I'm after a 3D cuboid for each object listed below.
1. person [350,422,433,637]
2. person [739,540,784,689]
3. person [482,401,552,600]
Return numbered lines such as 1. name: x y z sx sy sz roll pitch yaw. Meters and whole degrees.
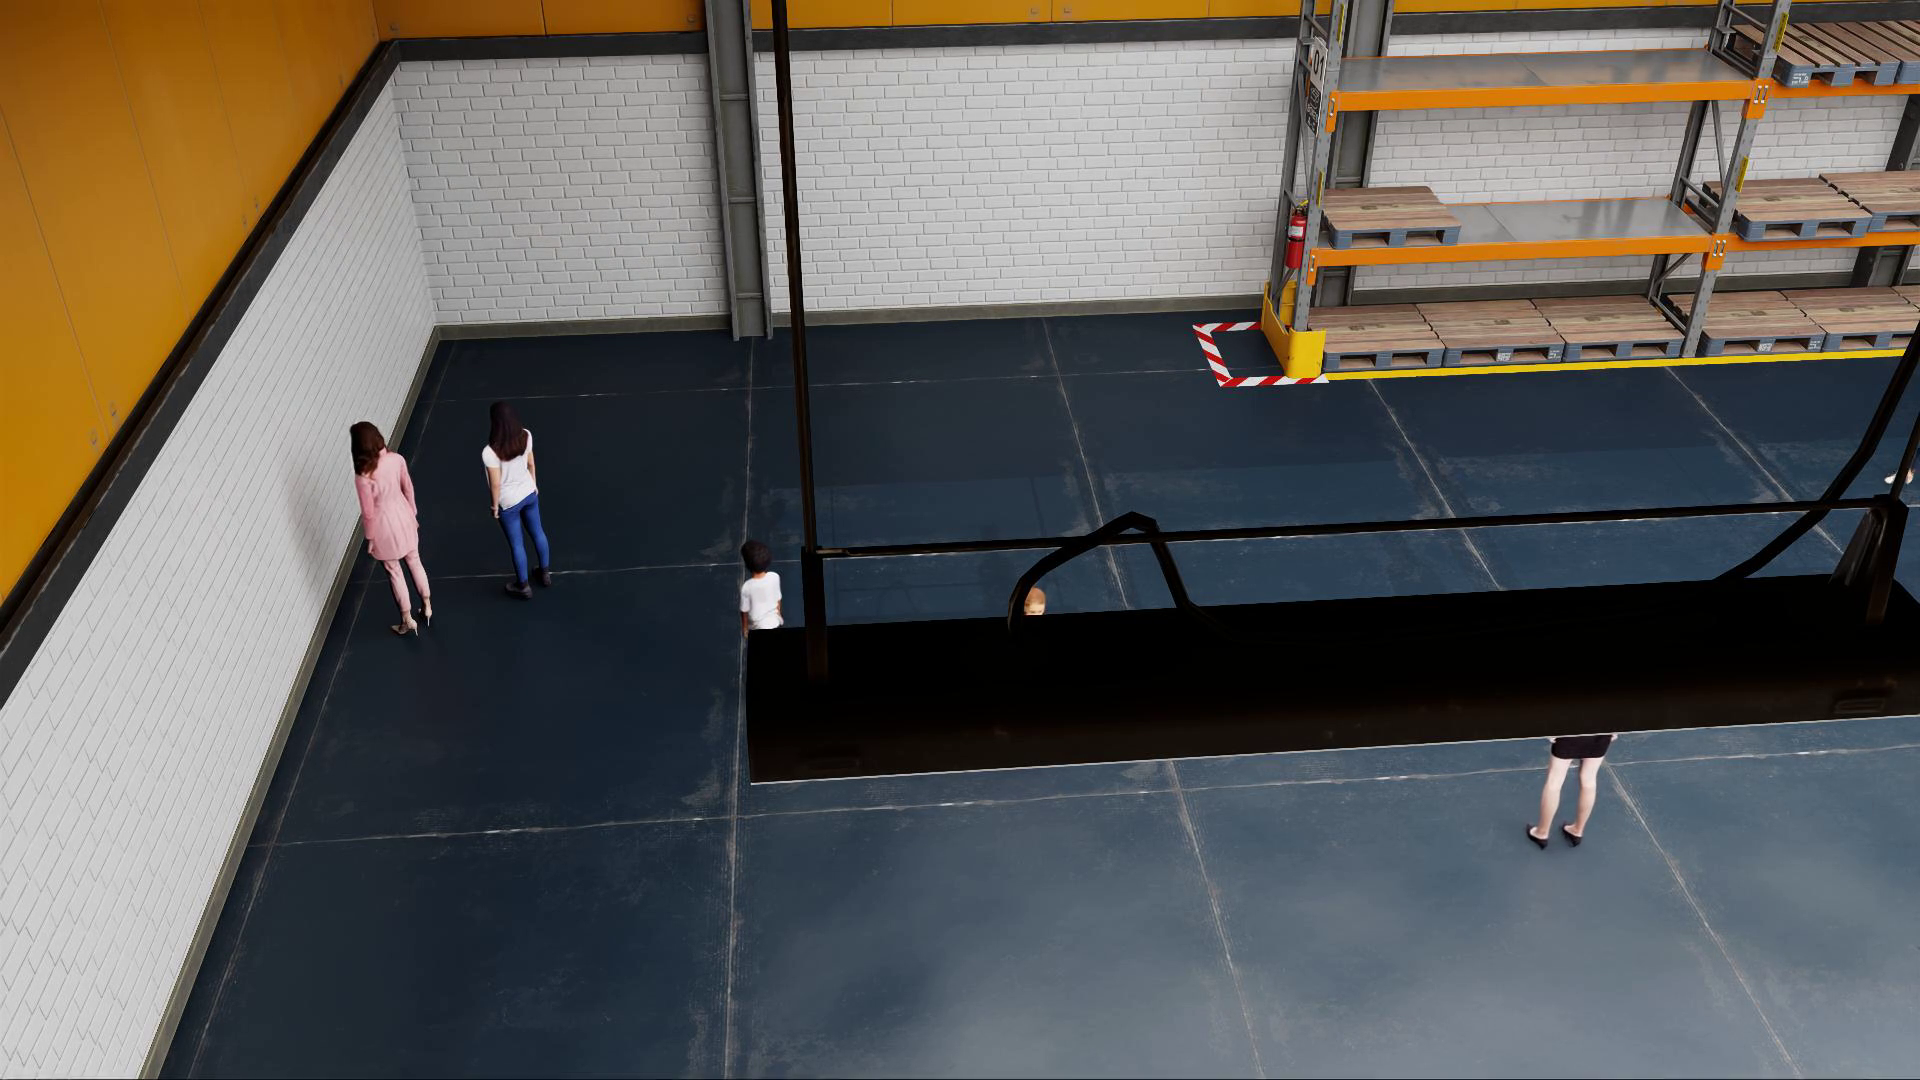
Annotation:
1. person: -4.204 -0.080 12.327 0.732 1.803 0.686 22 40 30
2. person: -1.397 0.563 11.857 0.534 1.252 0.623 -21 39 -28
3. person: -3.400 -0.303 12.769 0.722 1.685 0.675 22 39 29
